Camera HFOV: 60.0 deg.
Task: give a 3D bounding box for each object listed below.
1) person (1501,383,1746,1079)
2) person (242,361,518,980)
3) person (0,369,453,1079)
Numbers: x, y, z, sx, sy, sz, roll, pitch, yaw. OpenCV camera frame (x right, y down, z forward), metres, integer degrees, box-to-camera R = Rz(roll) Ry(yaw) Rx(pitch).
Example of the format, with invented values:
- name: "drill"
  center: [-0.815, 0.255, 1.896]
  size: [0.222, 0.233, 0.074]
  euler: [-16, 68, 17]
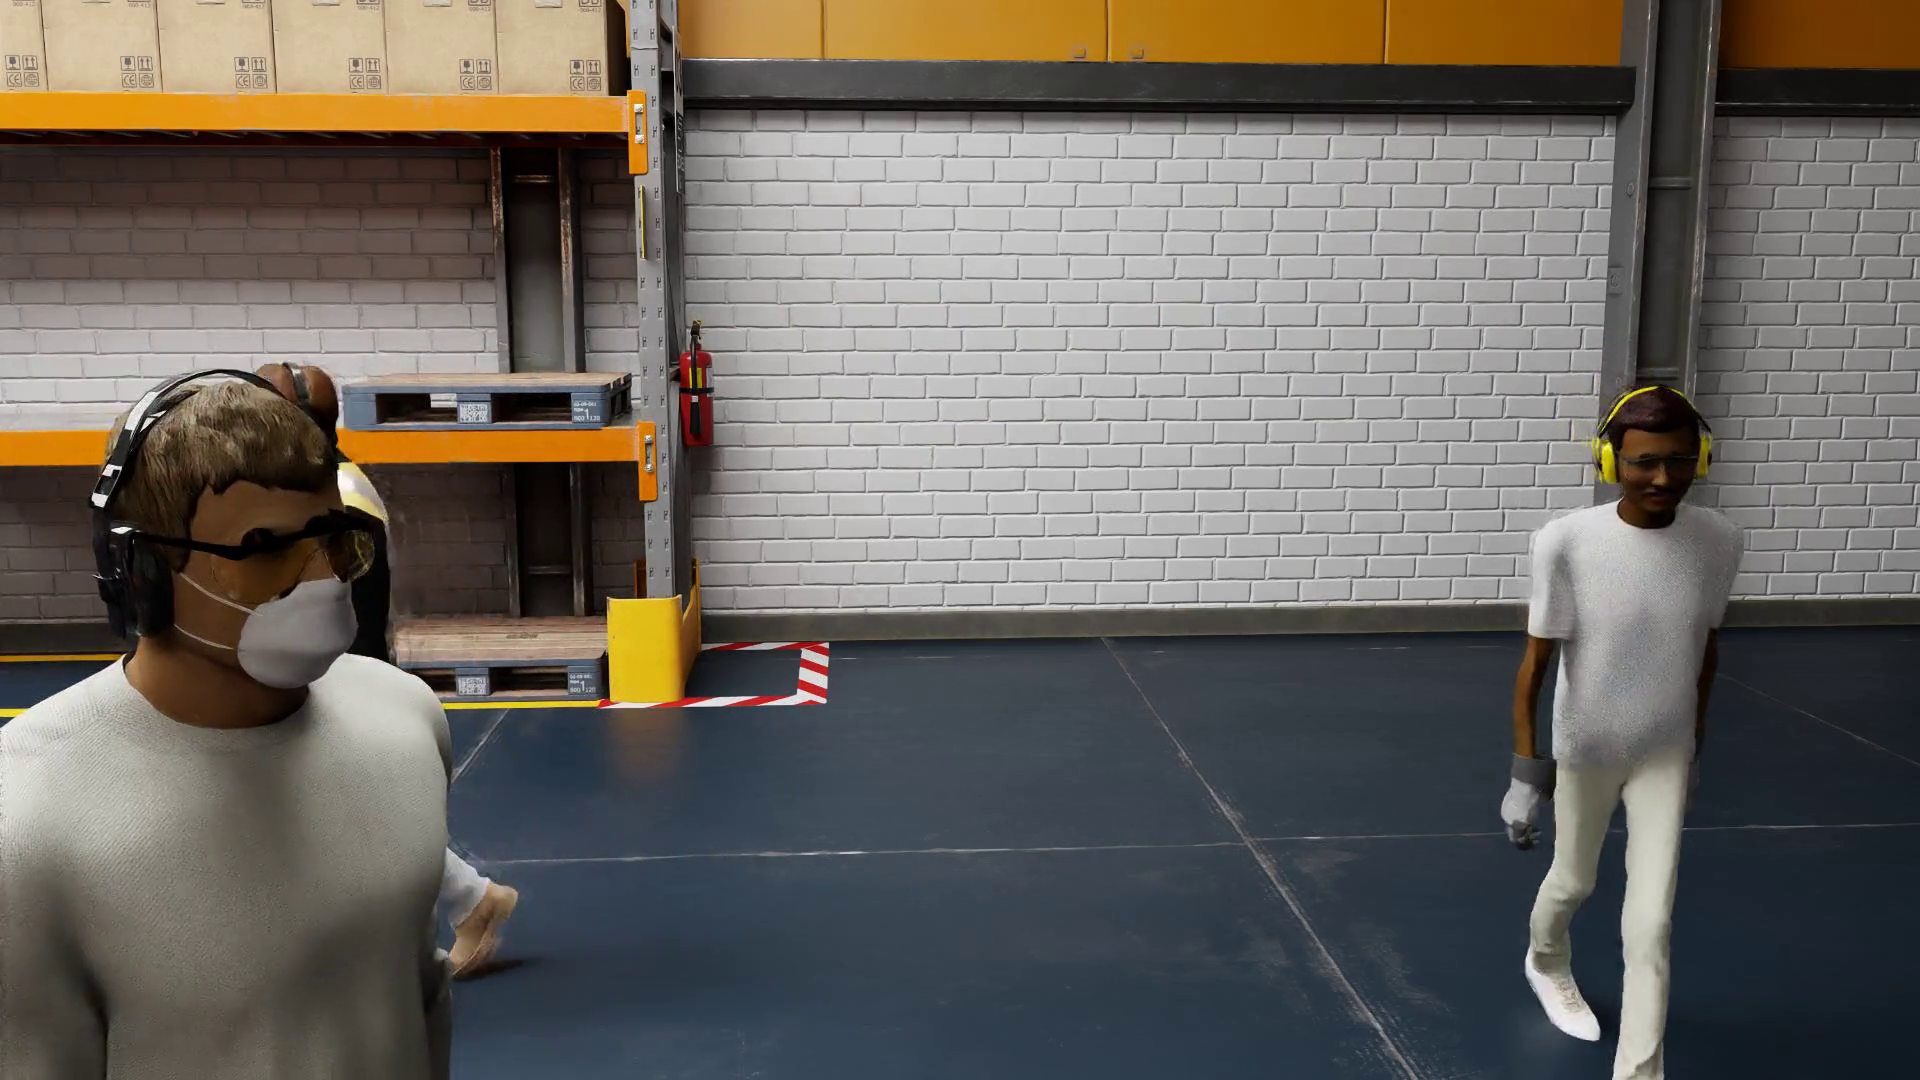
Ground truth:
- name: "person"
  center: [1.559, 0.501, 4.039]
  size: [0.531, 1.794, 1.028]
  euler: [1, 9, 7]
- name: "person"
  center: [-1.637, 0.425, 4.426]
  size: [0.885, 1.816, 0.619]
  euler: [-5, 10, -30]
- name: "person"
  center: [-0.694, 0.801, 1.645]
  size: [0.352, 1.937, 0.635]
  euler: [3, 10, 21]
